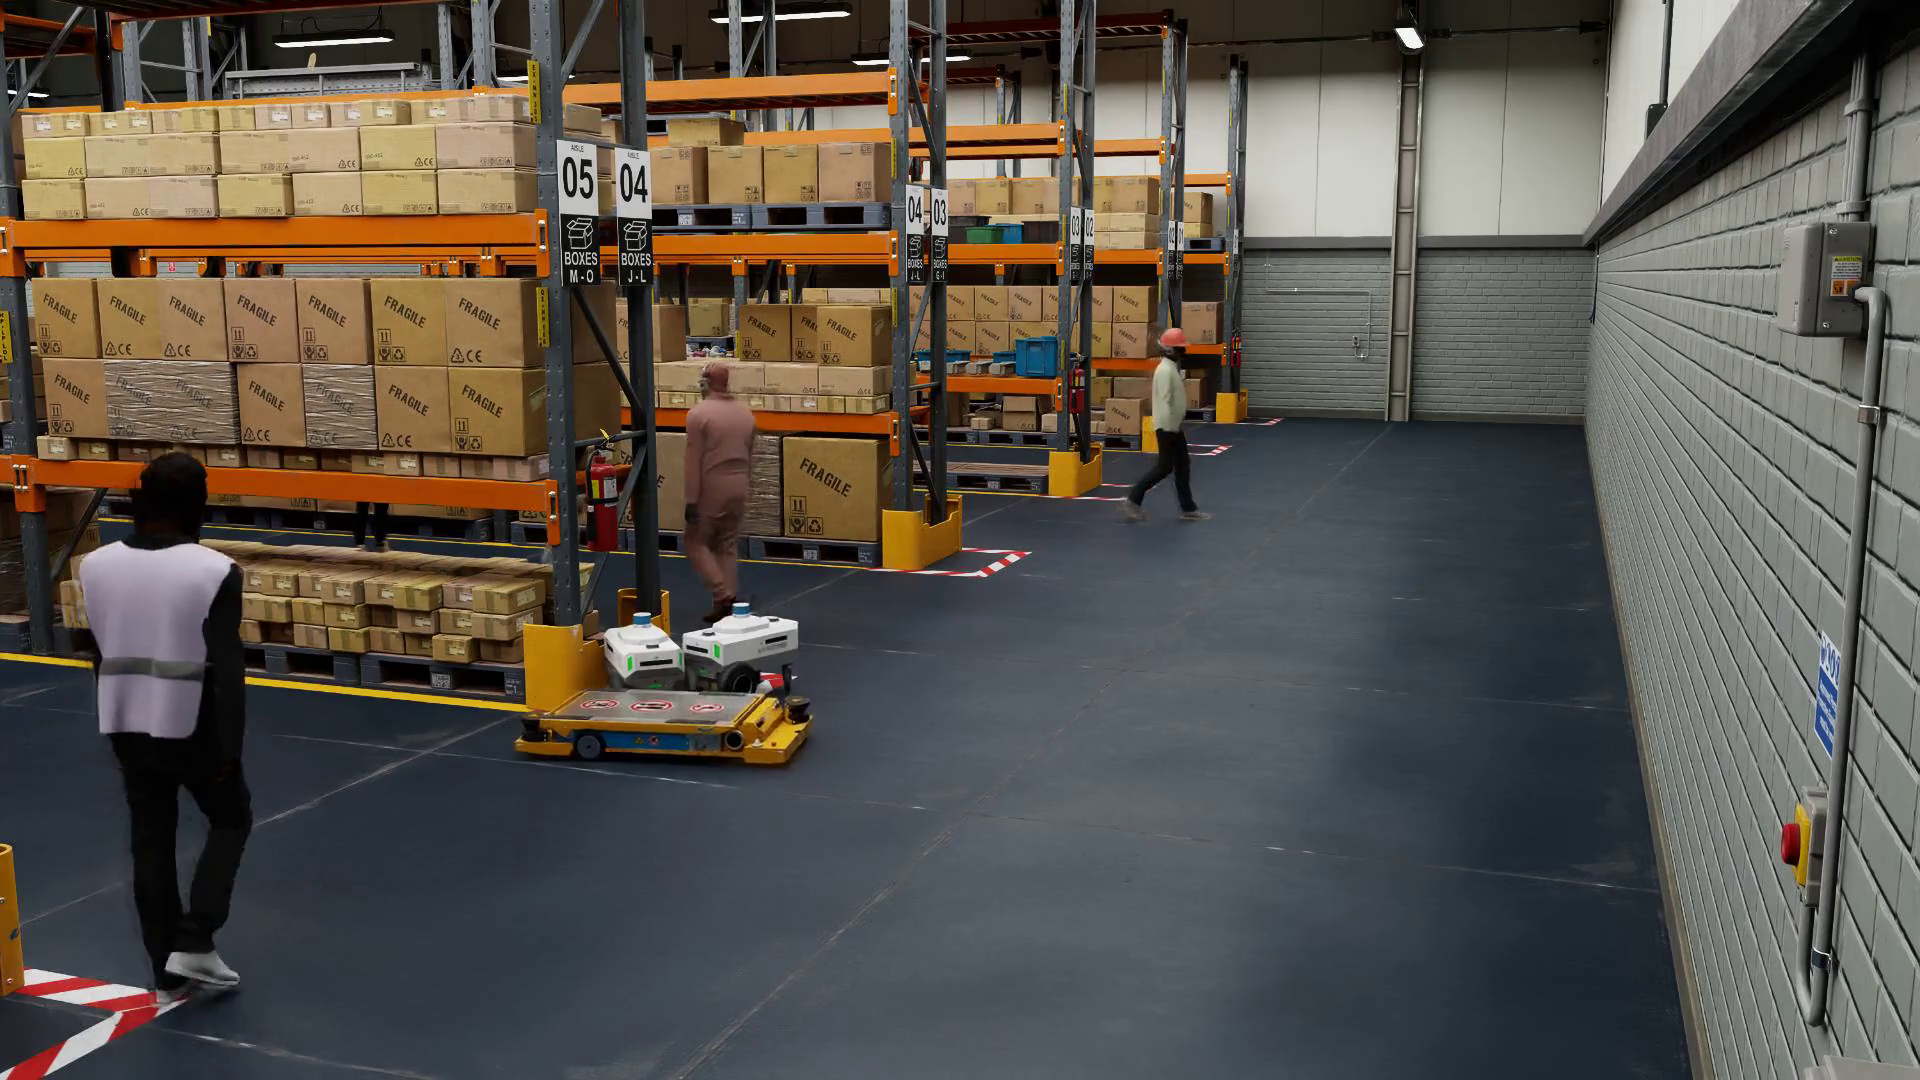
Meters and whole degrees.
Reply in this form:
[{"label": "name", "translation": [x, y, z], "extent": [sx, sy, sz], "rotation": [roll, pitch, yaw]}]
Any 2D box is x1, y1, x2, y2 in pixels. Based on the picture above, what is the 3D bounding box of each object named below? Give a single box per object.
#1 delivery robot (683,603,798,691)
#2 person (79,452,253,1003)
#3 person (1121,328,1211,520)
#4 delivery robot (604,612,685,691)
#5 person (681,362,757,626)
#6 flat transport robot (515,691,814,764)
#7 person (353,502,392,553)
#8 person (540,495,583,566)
[{"label": "delivery robot", "translation": [-1.287, 0.614, 9.820], "extent": [0.477, 0.478, 0.707], "rotation": [8, 12, 39]}, {"label": "person", "translation": [-2.701, 0.652, 5.707], "extent": [0.593, 1.899, 0.450], "rotation": [1, 9, 5]}, {"label": "person", "translation": [2.095, -1.163, 16.812], "extent": [0.861, 1.969, 0.638], "rotation": [3, 9, 15]}, {"label": "delivery robot", "translation": [-1.816, 0.659, 9.539], "extent": [0.477, 0.478, 0.707], "rotation": [-4, 10, -22]}, {"label": "person", "translation": [-1.701, -0.312, 11.780], "extent": [0.460, 1.881, 0.672], "rotation": [8, 12, 40]}, {"label": "flat transport robot", "translation": [-1.543, 0.969, 8.777], "extent": [1.431, 0.197, 0.652], "rotation": [1, 9, 8]}, {"label": "person", "translation": [-5.048, -0.629, 14.318], "extent": [0.317, 1.695, 0.540], "rotation": [4, 10, 24]}, {"label": "person", "translation": [-2.955, -0.297, 12.259], "extent": [0.387, 1.706, 0.592], "rotation": [-5, 10, -29]}]
